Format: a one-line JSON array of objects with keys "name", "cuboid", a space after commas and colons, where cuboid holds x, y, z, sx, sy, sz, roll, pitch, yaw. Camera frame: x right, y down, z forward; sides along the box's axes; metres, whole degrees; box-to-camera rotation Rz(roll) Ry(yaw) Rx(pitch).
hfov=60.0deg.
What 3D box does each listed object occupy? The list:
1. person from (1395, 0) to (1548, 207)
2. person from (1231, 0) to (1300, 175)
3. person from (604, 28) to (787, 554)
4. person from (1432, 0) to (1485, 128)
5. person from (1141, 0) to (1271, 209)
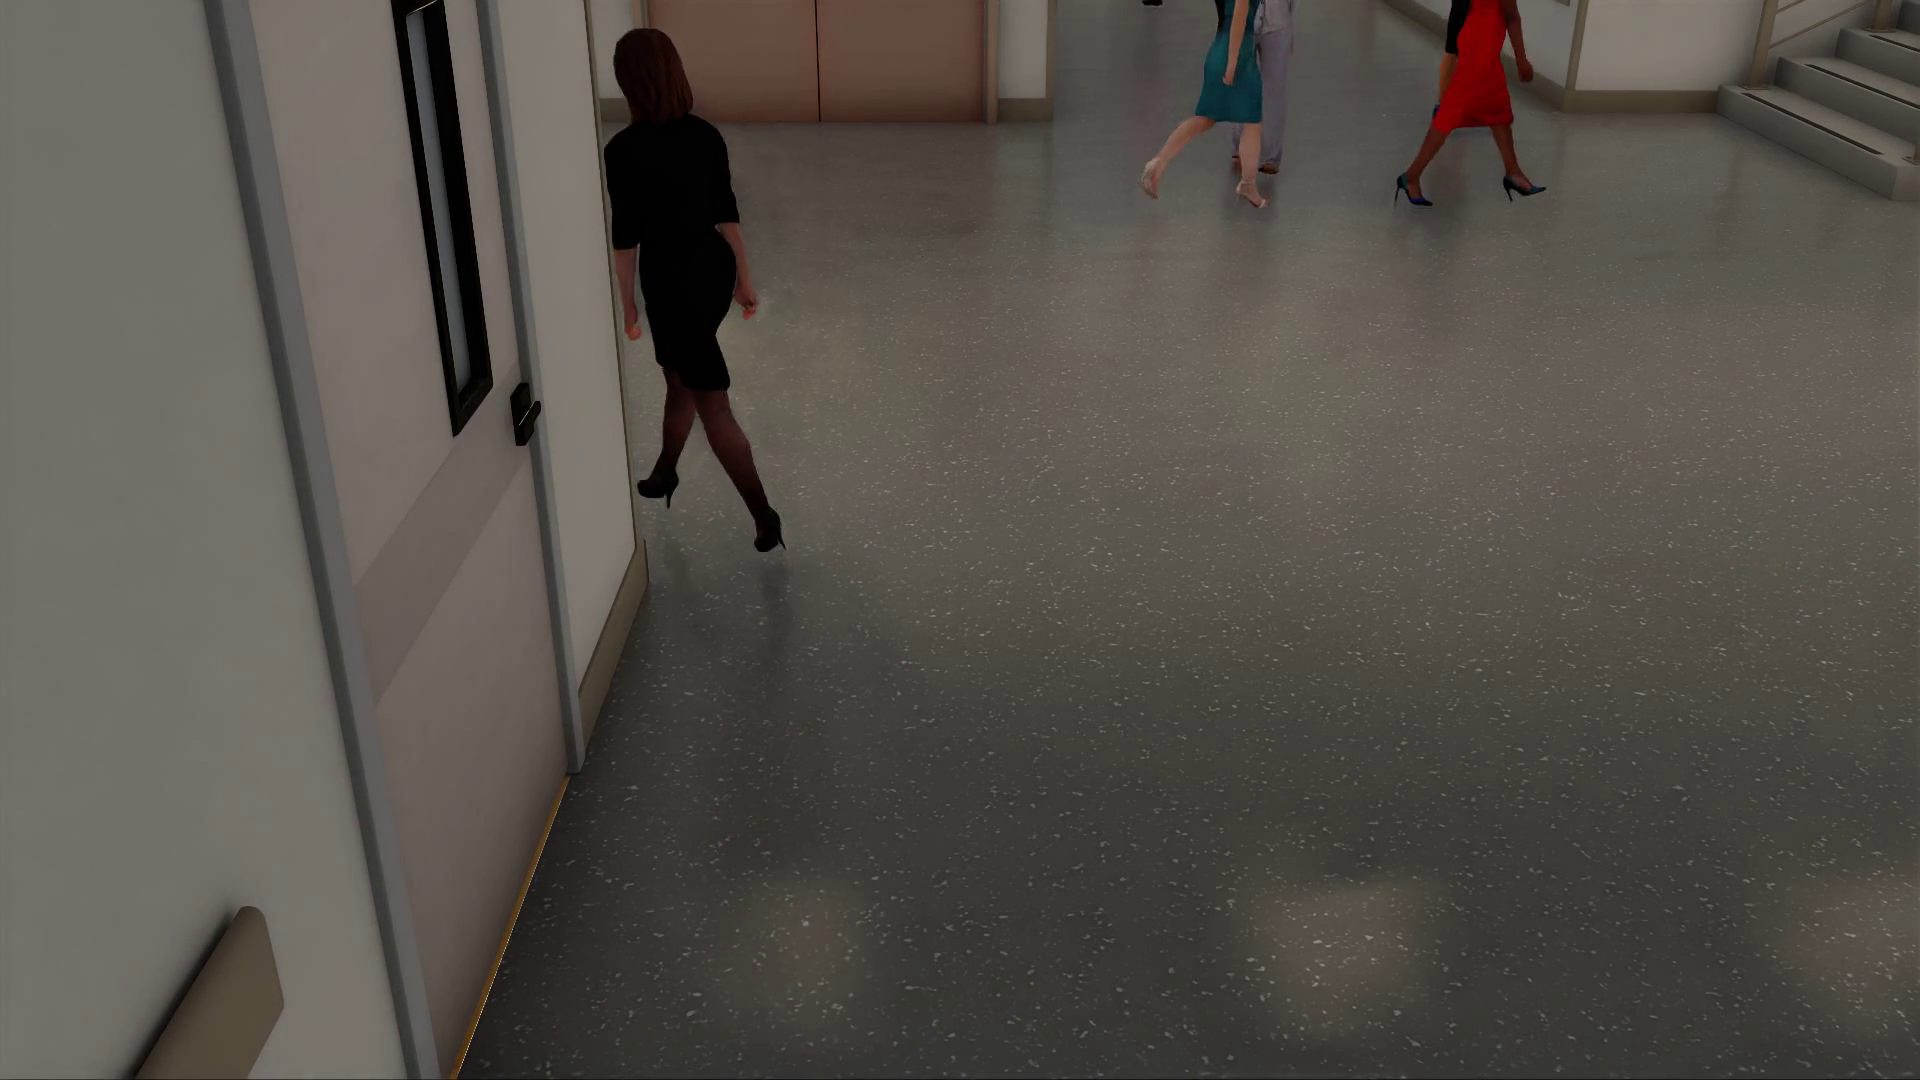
[{"name": "person", "cuboid": [2.821, -2.676, 9.312, 1.108, 1.698, 0.624, 2, 26, 4]}, {"name": "person", "cuboid": [1.843, -3.174, 10.329, 0.924, 1.713, 0.786, 4, 26, 7]}, {"name": "person", "cuboid": [-0.815, -0.718, 5.308, 1.070, 1.649, 1.131, -22, 33, -38]}, {"name": "person", "cuboid": [3.571, -3.849, 11.552, 0.606, 1.866, 0.651, -5, 26, -10]}, {"name": "person", "cuboid": [1.423, -2.621, 9.252, 1.066, 1.652, 0.697, -6, 26, -12]}]
